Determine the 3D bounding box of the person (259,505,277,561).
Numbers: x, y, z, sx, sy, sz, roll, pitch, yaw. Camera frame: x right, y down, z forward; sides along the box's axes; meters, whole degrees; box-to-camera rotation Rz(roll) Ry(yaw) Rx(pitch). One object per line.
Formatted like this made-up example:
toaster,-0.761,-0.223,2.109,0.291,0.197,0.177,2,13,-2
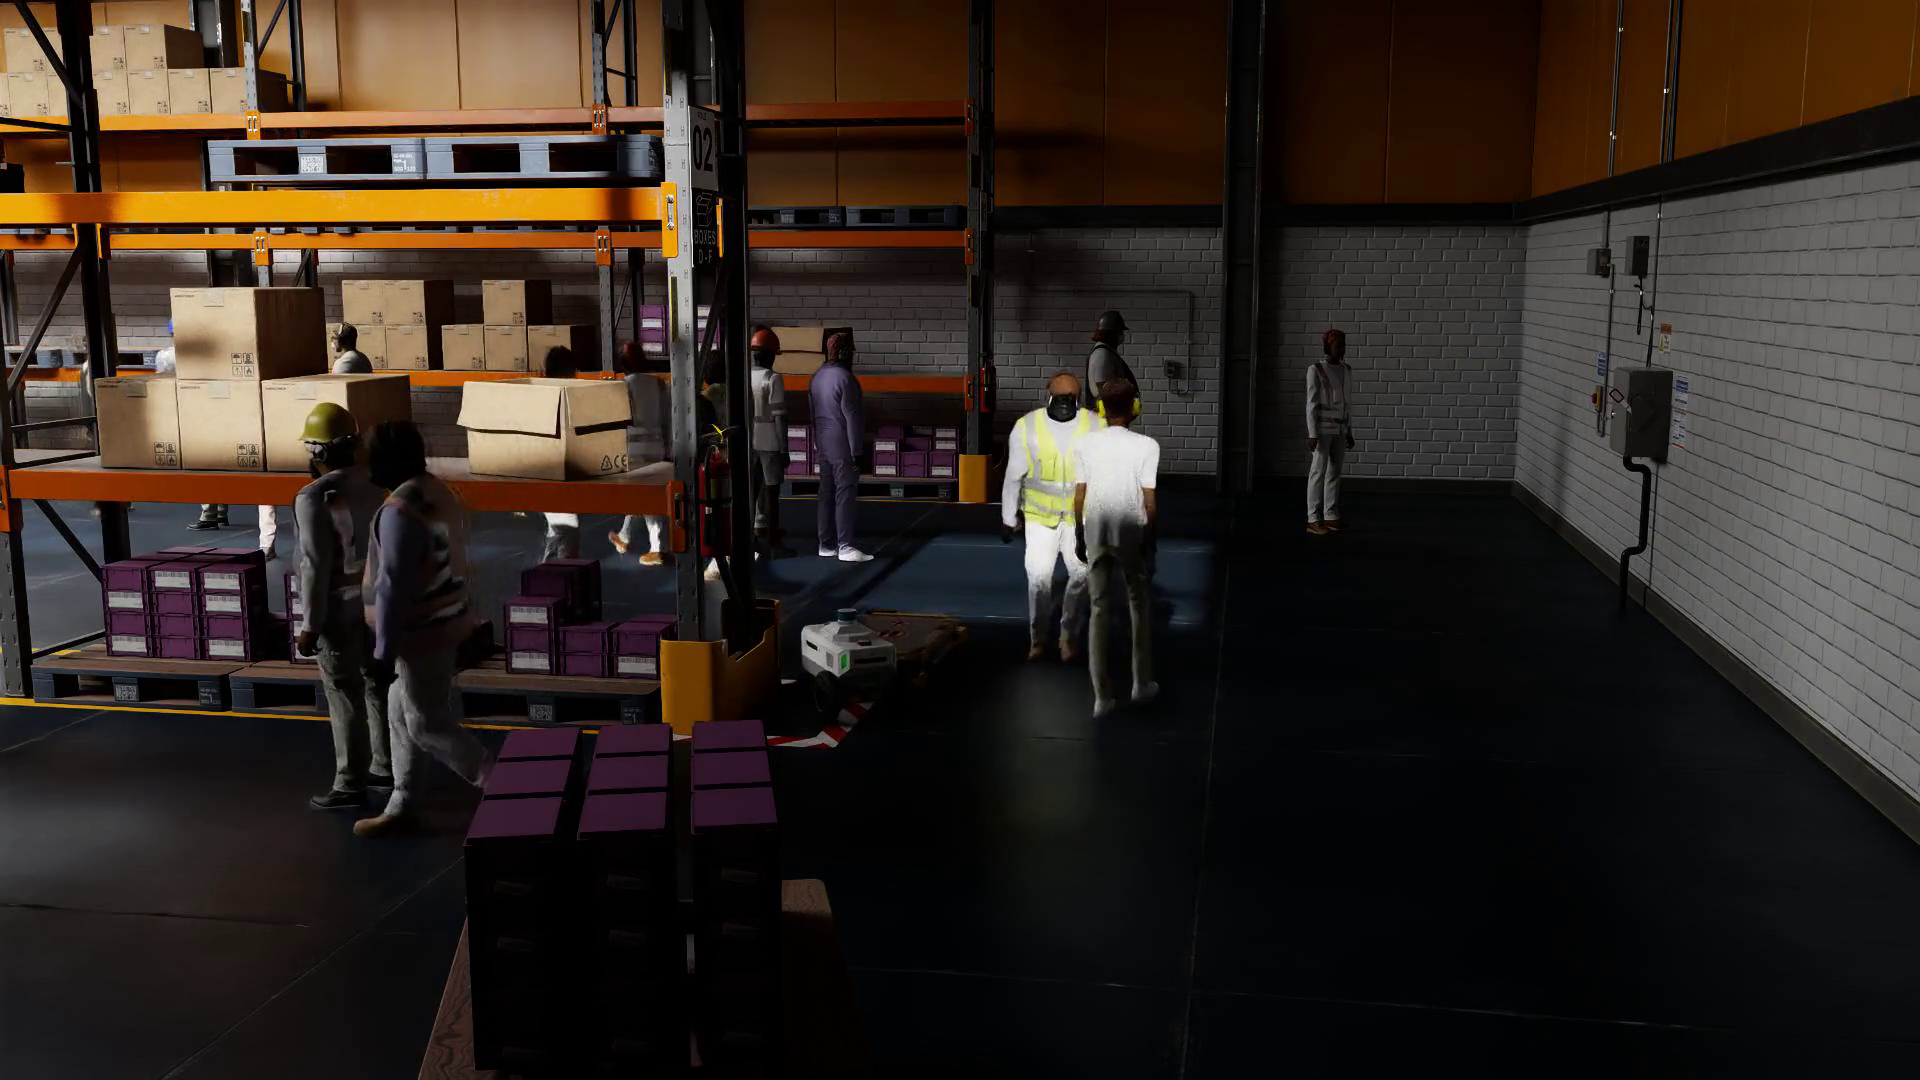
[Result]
person,-5.657,-0.808,13.848,0.614,1.990,0.392,-2,9,-12

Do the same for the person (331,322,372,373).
person,-5.722,-1.080,15.702,0.353,1.937,0.635,0,9,0

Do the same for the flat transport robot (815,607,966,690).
flat transport robot,-0.423,0.646,10.153,0.652,0.197,1.431,2,9,12

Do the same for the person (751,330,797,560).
person,-1.633,-0.796,13.973,0.543,1.928,0.374,7,11,36

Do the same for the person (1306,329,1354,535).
person,3.420,-0.995,15.344,0.583,1.882,0.350,-7,12,-37

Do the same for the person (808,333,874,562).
person,-0.984,-0.770,13.877,0.409,1.907,0.648,-7,11,-37

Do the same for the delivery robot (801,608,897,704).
delivery robot,-0.618,0.619,9.152,0.477,0.478,0.707,-4,10,-24

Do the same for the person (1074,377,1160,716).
person,0.867,0.020,9.203,0.505,1.837,0.755,3,10,16

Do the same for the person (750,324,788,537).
person,-1.825,-0.994,15.168,0.372,1.940,0.629,-4,10,-25

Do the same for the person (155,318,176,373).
person,-8.352,-1.435,17.966,0.624,1.928,0.446,-7,12,-38

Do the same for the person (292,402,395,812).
person,-2.761,0.301,7.459,0.404,1.834,0.591,3,10,18

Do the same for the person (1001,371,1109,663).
person,0.614,-0.131,10.194,0.711,1.811,0.524,0,9,-1

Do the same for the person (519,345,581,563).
person,-2.581,-0.334,11.130,0.782,1.913,0.663,5,10,27

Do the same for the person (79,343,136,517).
person,-8.381,-1.140,16.420,0.520,1.833,0.506,9,13,43

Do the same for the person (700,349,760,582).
person,-1.801,-0.547,12.750,0.661,1.827,0.651,5,11,30

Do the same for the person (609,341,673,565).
person,-2.728,-0.731,13.845,1.003,1.825,0.608,9,13,44

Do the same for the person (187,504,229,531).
person,-7.074,-1.004,15.541,0.404,1.835,0.600,0,9,-1

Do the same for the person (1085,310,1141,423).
person,1.501,-1.231,16.324,0.537,2.000,0.682,0,9,-1

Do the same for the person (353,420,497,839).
person,-2.172,0.397,6.951,0.762,1.809,0.638,-1,9,-7
